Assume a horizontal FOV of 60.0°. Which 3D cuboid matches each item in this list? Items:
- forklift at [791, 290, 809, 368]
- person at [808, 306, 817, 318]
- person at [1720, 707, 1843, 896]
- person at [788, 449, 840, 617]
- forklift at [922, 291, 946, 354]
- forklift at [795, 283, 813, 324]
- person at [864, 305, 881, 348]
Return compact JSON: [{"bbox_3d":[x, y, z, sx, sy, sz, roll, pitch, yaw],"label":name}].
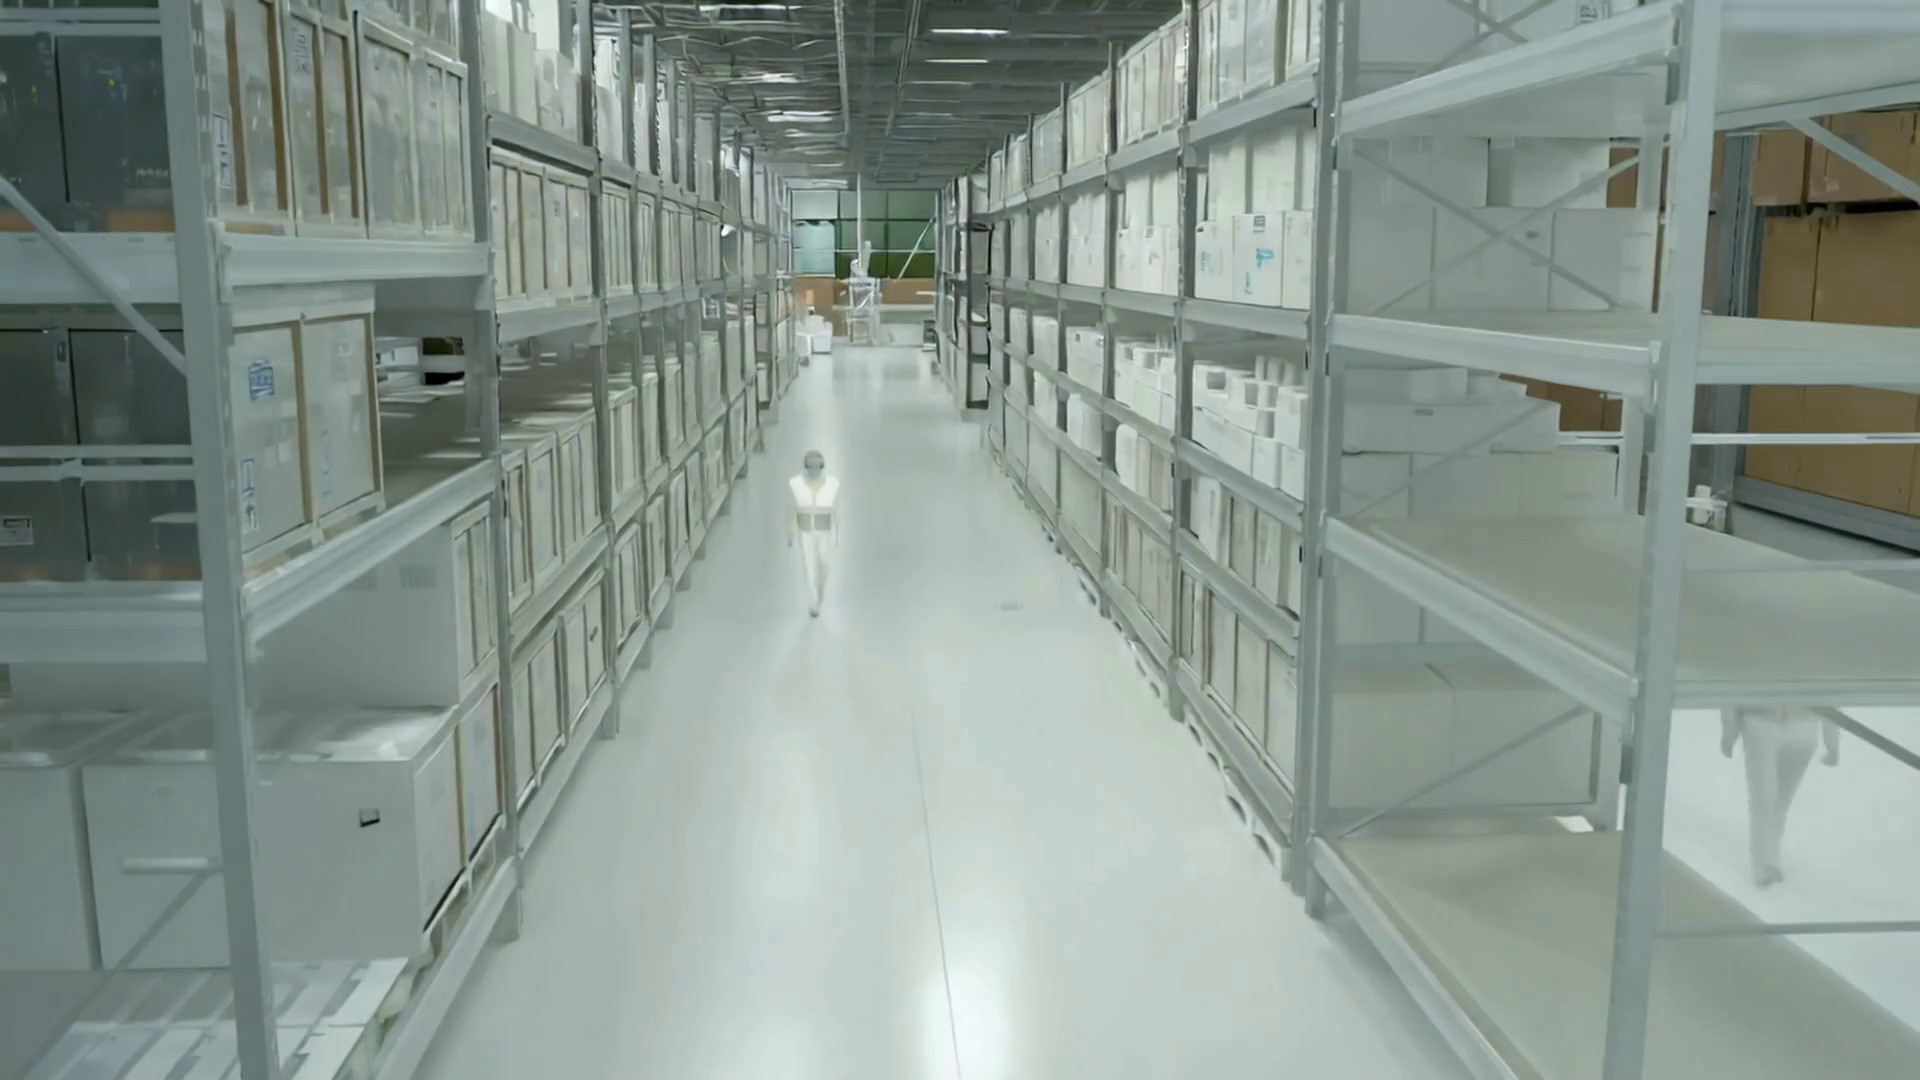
[{"bbox_3d":[-6.076,-7.676,60.319,1.129,2.768,1.873,-1,10,-3],"label":"forklift"},{"bbox_3d":[-6.419,-9.283,72.781,0.542,1.928,0.399,9,13,43],"label":"person"},{"bbox_3d":[5.065,1.217,10.150,0.673,1.881,0.785,0,10,2],"label":"person"},{"bbox_3d":[-1.600,-0.097,18.185,0.569,1.829,0.599,-2,10,-13],"label":"person"},{"bbox_3d":[-0.641,-9.145,69.096,1.873,2.768,1.129,-1,10,-3],"label":"forklift"},{"bbox_3d":[-7.431,-10.794,78.948,1.129,2.768,1.873,-2,10,-10],"label":"forklift"},{"bbox_3d":[-3.923,-9.505,74.117,0.704,1.923,0.643,-2,10,-11],"label":"person"}]
